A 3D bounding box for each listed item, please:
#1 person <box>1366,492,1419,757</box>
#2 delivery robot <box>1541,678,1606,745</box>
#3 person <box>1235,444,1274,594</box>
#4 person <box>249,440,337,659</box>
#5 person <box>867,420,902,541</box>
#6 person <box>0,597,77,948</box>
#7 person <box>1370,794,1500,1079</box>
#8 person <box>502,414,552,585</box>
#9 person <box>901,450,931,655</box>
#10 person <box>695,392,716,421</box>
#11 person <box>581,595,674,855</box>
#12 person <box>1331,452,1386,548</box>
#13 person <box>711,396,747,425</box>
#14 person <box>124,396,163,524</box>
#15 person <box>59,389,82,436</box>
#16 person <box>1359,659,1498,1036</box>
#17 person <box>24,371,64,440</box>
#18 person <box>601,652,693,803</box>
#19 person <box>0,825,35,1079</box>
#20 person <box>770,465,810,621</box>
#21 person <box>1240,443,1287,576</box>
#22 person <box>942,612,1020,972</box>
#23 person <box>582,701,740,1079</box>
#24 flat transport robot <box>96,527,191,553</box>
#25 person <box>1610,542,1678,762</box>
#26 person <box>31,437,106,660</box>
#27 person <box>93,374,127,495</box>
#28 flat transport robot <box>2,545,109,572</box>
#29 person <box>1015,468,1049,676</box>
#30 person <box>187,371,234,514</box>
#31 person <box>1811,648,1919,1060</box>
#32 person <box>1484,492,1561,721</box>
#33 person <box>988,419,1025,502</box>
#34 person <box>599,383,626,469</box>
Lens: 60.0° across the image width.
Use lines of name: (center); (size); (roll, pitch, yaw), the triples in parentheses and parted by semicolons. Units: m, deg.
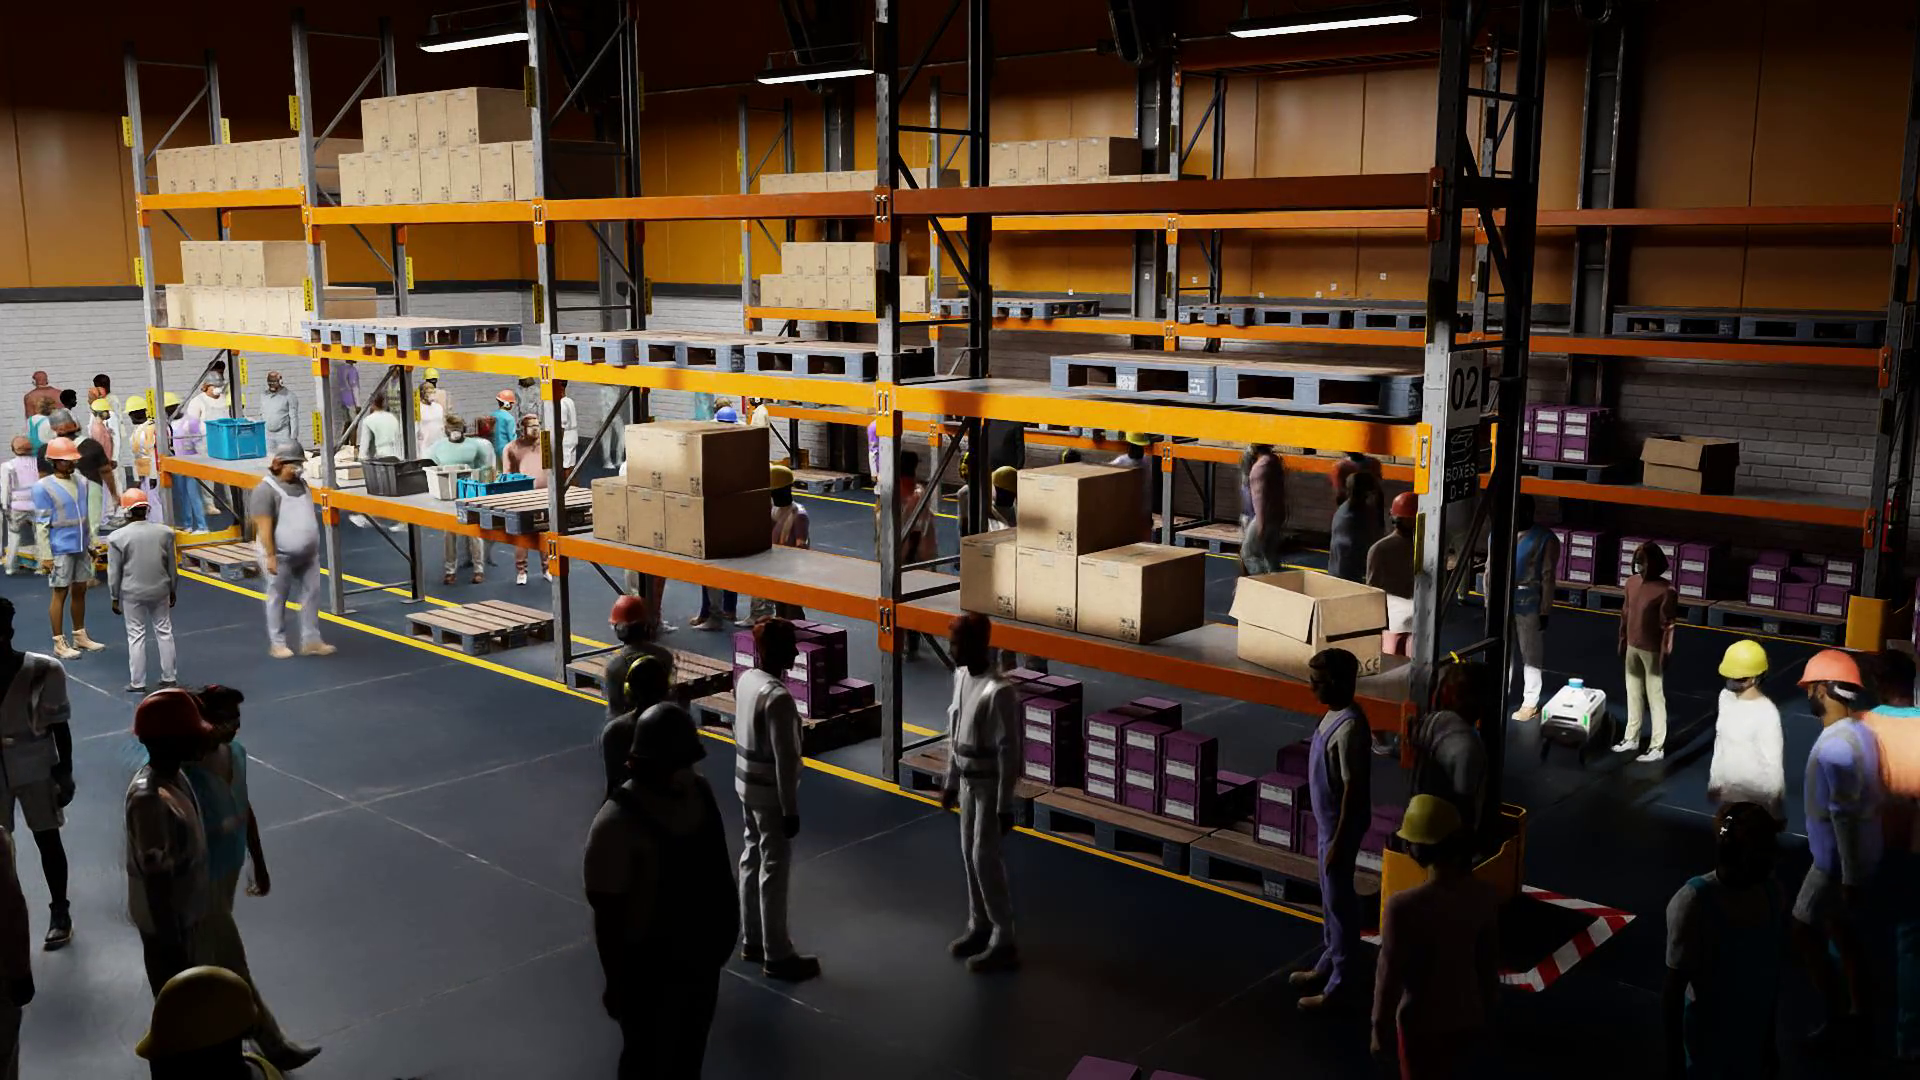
person: (3.284, 0.622, 12.349); (0.637, 1.986, 0.414); (-5, 11, -28)
delivery robot: (4.583, 1.276, 12.410); (0.477, 0.478, 0.707); (6, 12, 31)
person: (3.165, -0.309, 17.500); (0.477, 2.022, 0.645); (6, 12, 30)
person: (-6.147, 0.080, 15.237); (0.581, 2.000, 0.777); (4, 11, 22)
person: (-0.914, -0.913, 21.196); (0.391, 1.925, 0.550); (9, 13, 41)
person: (-5.074, 1.243, 8.910); (0.609, 1.958, 0.374); (-3, 10, -15)
person: (1.833, 1.822, 6.258); (0.532, 1.731, 0.828); (-5, 11, -25)
person: (-4.785, -0.459, 18.653); (0.651, 1.913, 0.409); (-5, 11, -27)
person: (-0.468, 0.131, 15.314); (0.420, 1.939, 0.633); (-2, 10, -10)
person: (-4.039, -1.934, 26.630); (0.391, 2.040, 0.616); (0, 10, -2)
person: (-1.924, 1.170, 10.034); (0.915, 1.709, 0.571); (7, 12, 36)
person: (4.207, -0.209, 17.242); (0.723, 1.917, 0.454); (-5, 11, -27)
person: (-2.910, -0.813, 20.577); (0.630, 1.938, 0.366); (-4, 11, -19)
person: (-10.218, -0.856, 20.891); (0.394, 1.914, 0.596); (-9, 13, -41)
person: (-13.053, -1.368, 24.418); (0.318, 1.690, 0.531); (-7, 12, -35)
person: (2.295, 1.472, 8.005); (0.553, 1.819, 0.590); (0, 10, -2)
person: (-13.842, -1.612, 25.206); (0.404, 1.902, 0.636); (7, 12, 35)
person: (-1.479, 1.435, 8.123); (0.535, 1.848, 0.427); (-8, 13, -38)
person: (-3.980, 1.694, 6.669); (0.625, 1.846, 0.429); (2, 10, 12)
person: (-1.502, 0.306, 14.310); (0.380, 1.917, 0.585); (-6, 12, -32)
person: (3.136, -0.200, 17.181); (0.488, 1.917, 0.668); (6, 11, 29)
person: (0.119, 1.303, 8.794); (0.386, 1.879, 0.599); (-5, 11, -25)
person: (-1.135, 1.606, 6.610); (0.537, 2.000, 0.689); (5, 11, 26)
flat transport robot: (-10.117, 0.044, 20.441); (0.652, 0.197, 1.431); (8, 13, 37)
person: (5.053, 0.816, 12.256); (0.277, 1.627, 0.502); (-4, 11, -19)
person: (-8.175, 0.069, 15.294); (0.384, 2.041, 0.615); (3, 10, 14)
person: (-12.482, -1.485, 24.448); (0.392, 1.914, 0.589); (-9, 14, -42)
flat transport robot: (-10.593, 0.208, 19.517); (1.431, 0.197, 0.652); (8, 13, 37)
person: (0.610, 0.309, 14.409); (0.358, 1.880, 0.575); (3, 11, 17)
person: (-10.497, -1.386, 23.530); (0.535, 2.000, 0.681); (7, 12, 36)
person: (4.439, 1.457, 7.990); (0.614, 1.860, 0.807); (5, 11, 28)
person: (4.463, 0.526, 13.324); (0.430, 1.836, 0.619); (-9, 13, -41)
person: (0.517, -0.932, 21.088); (0.623, 1.992, 0.397); (6, 12, 30)
person: (-5.861, -2.052, 28.175); (0.600, 1.718, 0.498); (7, 12, 33)
